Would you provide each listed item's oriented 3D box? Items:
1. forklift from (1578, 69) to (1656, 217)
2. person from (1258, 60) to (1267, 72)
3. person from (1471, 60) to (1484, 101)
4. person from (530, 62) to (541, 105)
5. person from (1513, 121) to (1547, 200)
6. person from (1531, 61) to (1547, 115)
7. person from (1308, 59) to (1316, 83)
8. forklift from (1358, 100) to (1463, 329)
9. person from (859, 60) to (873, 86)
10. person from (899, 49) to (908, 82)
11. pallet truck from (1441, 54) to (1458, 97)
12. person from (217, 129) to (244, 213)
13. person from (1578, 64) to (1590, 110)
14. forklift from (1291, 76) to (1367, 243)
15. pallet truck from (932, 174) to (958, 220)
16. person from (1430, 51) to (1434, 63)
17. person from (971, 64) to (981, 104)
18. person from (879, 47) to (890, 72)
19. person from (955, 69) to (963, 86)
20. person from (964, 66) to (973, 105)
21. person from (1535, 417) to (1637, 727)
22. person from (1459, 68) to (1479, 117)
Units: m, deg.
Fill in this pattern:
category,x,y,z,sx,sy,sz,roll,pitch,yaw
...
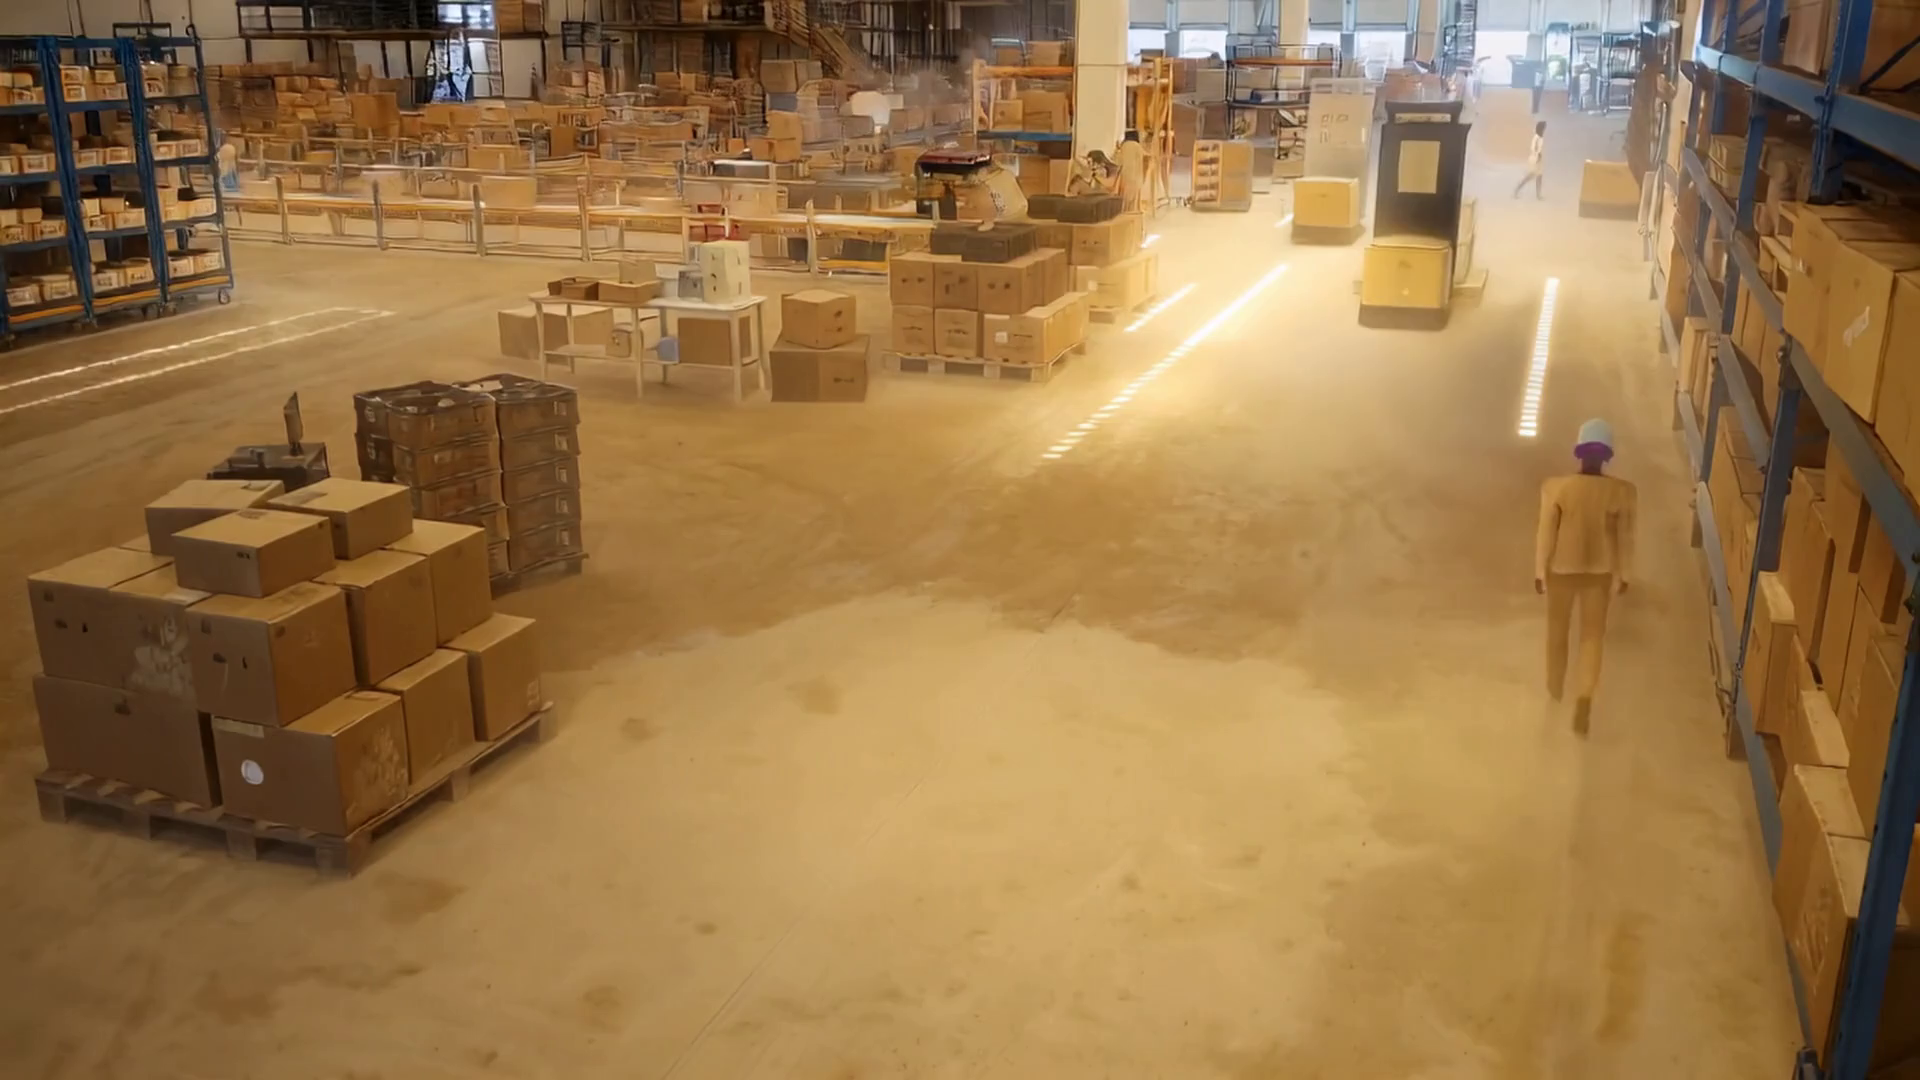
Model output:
category,x,y,z,sx,sy,sz,roll,pitch,yaw
forklift,13.219,-7.740,32.475,1.873,2.768,1.129,6,19,18
person,15.224,-23.481,83.529,0.900,1.907,0.547,-6,19,-18
person,23.456,-20.876,75.539,0.665,1.790,0.986,0,18,0
person,-18.310,-19.559,71.317,0.598,1.823,0.519,-4,18,-13
person,12.293,-8.124,35.625,0.612,1.681,0.540,-1,18,-2
person,22.687,-17.688,65.095,0.536,2.000,0.676,1,18,4
person,19.746,-26.633,93.278,0.380,1.991,0.625,6,19,18
forklift,5.896,-4.261,21.543,1.129,2.768,1.873,6,19,19
person,-3.960,-19.387,70.636,0.627,1.909,0.987,-8,19,-24
person,-3.239,-27.240,95.415,0.611,1.850,0.644,-7,19,-22
pallet truck,22.765,-21.886,78.355,0.823,1.965,1.885,-4,18,-14
person,-14.017,-6.978,31.891,0.311,1.768,0.533,3,18,9
person,24.799,-17.958,66.198,0.585,1.882,0.340,-14,23,-38
forklift,6.598,-6.755,29.381,1.129,2.768,1.873,6,19,19
pallet truck,-0.507,-5.292,27.348,0.653,1.274,1.630,6,19,19
person,24.879,-25.018,88.418,0.624,1.860,0.828,-5,18,-16
person,0.549,-18.089,66.633,0.987,1.862,0.618,2,18,5
person,-4.335,-27.313,95.518,0.614,1.932,0.482,-8,19,-23
person,-0.097,-17.589,65.289,0.884,1.731,0.519,14,22,37
person,0.317,-16.988,63.062,0.358,1.937,0.549,-1,18,-4
person,3.548,0.175,9.470,0.532,1.739,0.795,5,18,14
person,19.562,-17.146,63.772,0.999,1.831,0.531,-5,18,-15
